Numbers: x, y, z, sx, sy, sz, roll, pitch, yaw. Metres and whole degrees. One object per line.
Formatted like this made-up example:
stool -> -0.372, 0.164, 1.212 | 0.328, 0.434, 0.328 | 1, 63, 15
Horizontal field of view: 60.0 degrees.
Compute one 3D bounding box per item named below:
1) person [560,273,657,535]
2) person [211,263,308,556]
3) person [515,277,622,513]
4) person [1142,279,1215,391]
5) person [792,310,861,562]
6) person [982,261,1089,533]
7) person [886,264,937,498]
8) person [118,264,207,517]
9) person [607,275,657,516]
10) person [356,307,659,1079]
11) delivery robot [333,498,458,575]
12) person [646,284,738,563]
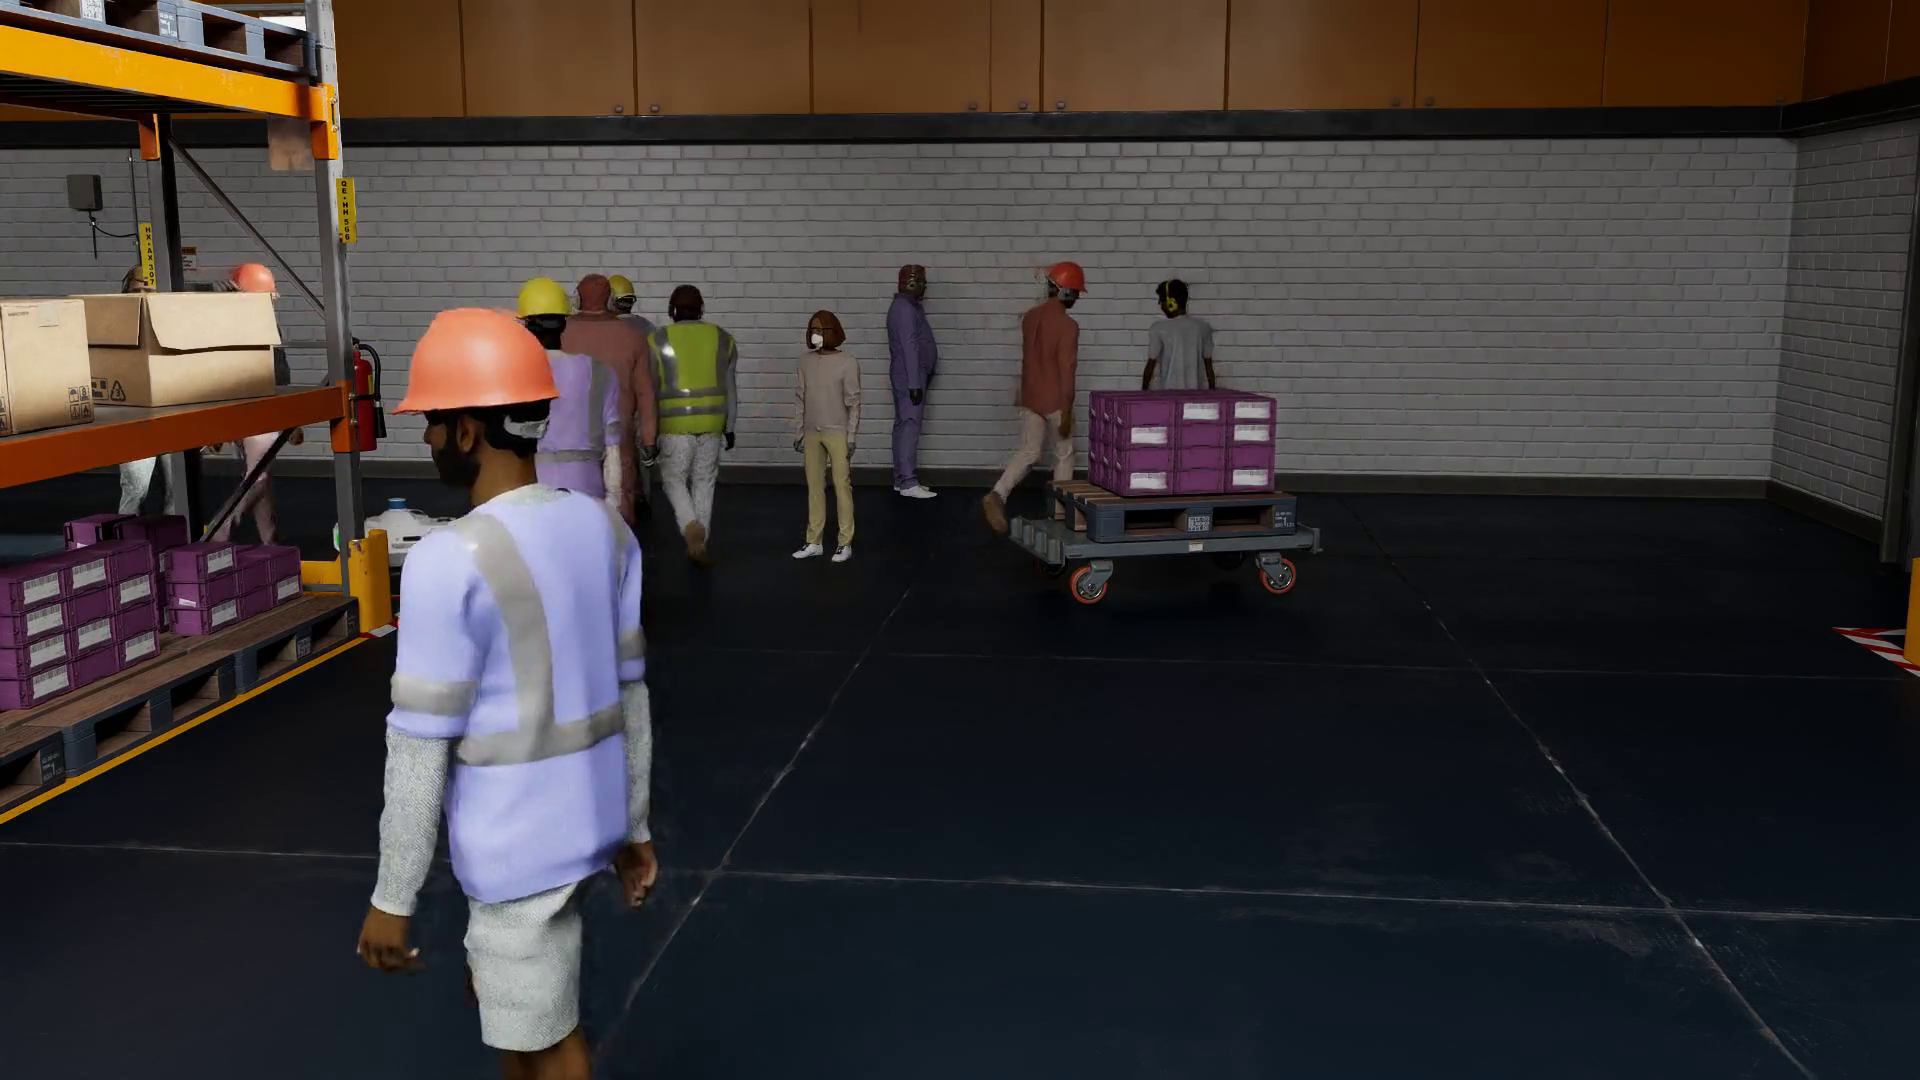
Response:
person -> -2.137, -0.616, 9.788 | 0.679, 1.878, 0.714 | -2, 10, -12
person -> -4.523, -0.765, 10.488 | 0.605, 1.952, 0.922 | 5, 11, 28
person -> -1.704, -0.152, 7.049 | 0.596, 1.908, 0.583 | -5, 11, -26
person -> 1.625, -1.012, 12.315 | 0.500, 1.799, 0.983 | -4, 11, -20
person -> -0.874, -0.674, 10.836 | 0.497, 1.633, 0.284 | 6, 11, 29
person -> 0.564, -0.981, 11.708 | 0.842, 1.943, 0.648 | -7, 12, -36
person -> -0.389, -1.302, 13.657 | 0.411, 1.908, 0.643 | -2, 10, -9
person -> -4.853, -0.682, 10.017 | 0.629, 1.936, 0.371 | -9, 14, -43
person -> -2.529, -1.060, 12.479 | 0.403, 1.833, 0.586 | 7, 12, 34
person -> -0.853, 0.543, 3.047 | 0.657, 1.913, 0.546 | 3, 10, 16
delivery robot -> -3.307, -0.003, 9.811 | 0.707, 0.478, 0.477 | -3, 10, -15
person -> -1.698, -0.714, 10.583 | 0.632, 1.812, 0.643 | -5, 11, -25
